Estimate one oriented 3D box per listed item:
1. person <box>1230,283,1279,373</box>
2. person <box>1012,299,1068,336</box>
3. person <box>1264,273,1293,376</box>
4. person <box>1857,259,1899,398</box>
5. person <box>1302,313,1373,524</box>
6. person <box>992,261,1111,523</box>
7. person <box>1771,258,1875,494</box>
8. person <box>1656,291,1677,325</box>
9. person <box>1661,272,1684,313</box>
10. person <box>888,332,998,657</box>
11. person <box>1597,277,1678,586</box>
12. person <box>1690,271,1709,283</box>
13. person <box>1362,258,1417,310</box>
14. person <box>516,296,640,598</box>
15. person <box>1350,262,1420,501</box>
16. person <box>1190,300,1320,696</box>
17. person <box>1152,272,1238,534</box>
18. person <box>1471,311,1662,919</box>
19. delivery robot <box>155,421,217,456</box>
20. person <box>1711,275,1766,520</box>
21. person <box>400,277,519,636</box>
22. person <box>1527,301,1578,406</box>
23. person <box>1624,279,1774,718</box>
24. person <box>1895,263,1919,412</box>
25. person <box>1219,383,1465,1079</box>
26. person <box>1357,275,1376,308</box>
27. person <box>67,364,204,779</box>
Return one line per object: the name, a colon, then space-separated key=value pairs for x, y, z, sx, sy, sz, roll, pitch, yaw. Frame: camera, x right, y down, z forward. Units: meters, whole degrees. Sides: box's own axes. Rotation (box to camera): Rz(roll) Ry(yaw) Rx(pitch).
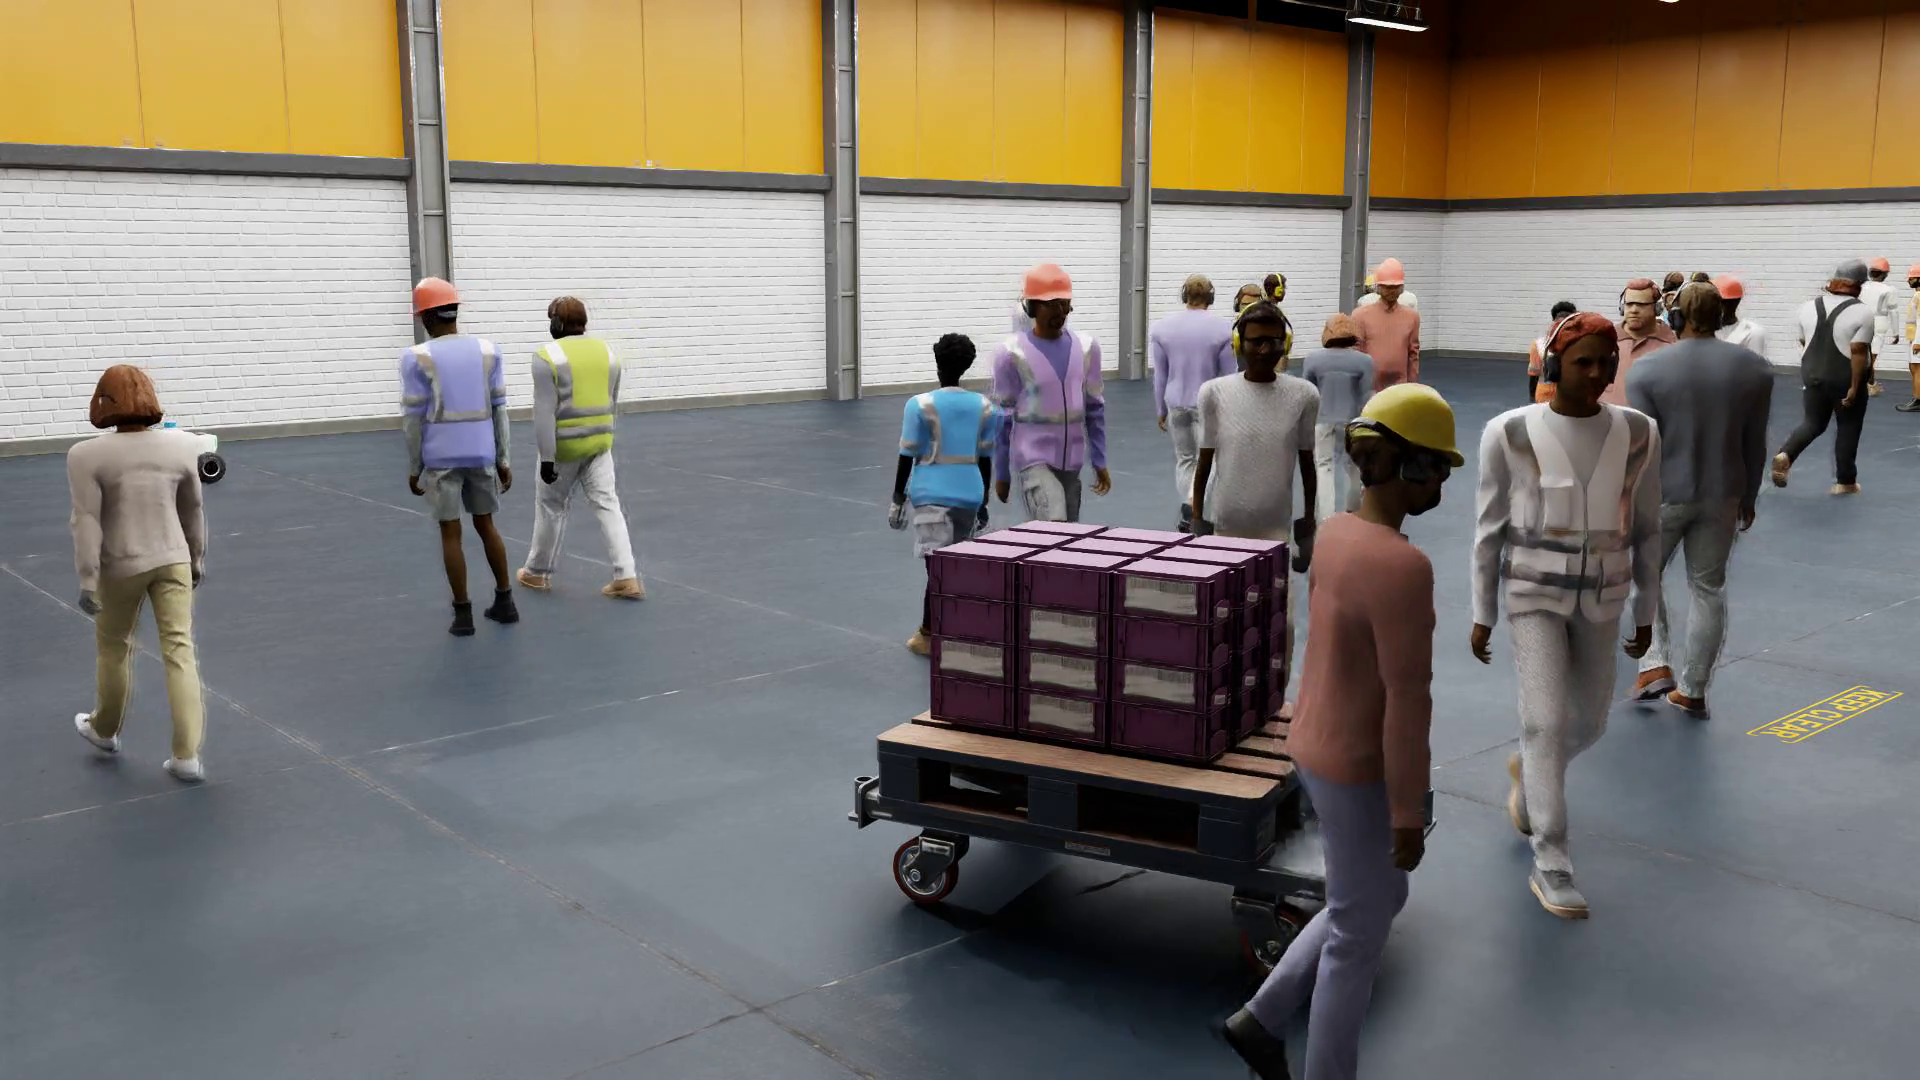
person: x=2.145 y=-1.041 z=12.673 sx=0.541 sy=1.819 sz=0.436 roll=4 pitch=10 yaw=21
person: x=0.834 y=-1.899 z=17.656 sx=0.621 sy=1.840 sz=0.430 roll=-2 pitch=10 yaw=-12
person: x=3.068 y=-1.677 z=16.313 sx=0.392 sy=1.856 sz=0.532 roll=-3 pitch=10 yaw=-19
person: x=13.051 y=-3.011 z=23.742 sx=1.025 sy=1.990 sz=0.625 roll=-6 pitch=11 yaw=-32
person: x=2.711 y=-0.829 z=12.030 sx=0.516 sy=1.608 sz=0.664 roll=2 pitch=10 yaw=14
person: x=0.417 y=-0.443 z=8.667 sx=0.605 sy=2.004 sz=0.972 roll=-6 pitch=11 yaw=-29
person: x=7.356 y=-1.387 z=14.060 sx=0.776 sy=2.000 sz=0.680 roll=-5 pitch=11 yaw=-28
person: x=7.911 y=-1.958 z=18.579 sx=0.511 sy=1.640 sz=0.308 roll=6 pitch=11 yaw=30
person: x=9.101 y=-2.538 z=21.463 sx=0.781 sy=1.822 sz=0.533 roll=-5 pitch=11 yaw=-26
person: x=-0.024 y=-0.180 z=8.138 sx=0.553 sy=1.661 sz=0.807 roll=-7 pitch=12 yaw=-35
person: x=3.773 y=-0.514 z=9.349 sx=0.652 sy=1.904 sz=0.402 roll=6 pitch=12 yaw=33
person: x=8.880 y=-2.271 z=19.829 sx=0.555 sy=1.844 sz=0.586 roll=-1 pitch=10 yaw=-7
person: x=4.641 y=-2.044 z=18.040 sx=0.609 sy=1.996 sz=0.383 roll=1 pitch=10 yaw=4
person: x=-2.282 y=-0.550 z=9.904 sx=0.975 sy=1.793 sz=0.651 roll=8 pitch=13 yaw=40
person: x=3.444 y=-1.264 z=13.548 sx=0.628 sy=1.977 sz=0.463 roll=-1 pitch=10 yaw=-3
person: x=1.168 y=-0.034 z=6.695 sx=0.526 sy=1.853 sz=0.379 roll=1 pitch=10 yaw=8
person: x=1.645 y=-0.931 z=11.795 sx=0.634 sy=1.917 sz=0.763 roll=4 pitch=10 yaw=22
person: x=1.928 y=0.193 z=5.358 sx=0.592 sy=1.860 sz=0.821 roll=0 pitch=10 yaw=0
delivery robot: x=-7.002 y=-0.813 z=14.768 sx=0.477 sy=0.478 sz=0.707 roll=9 pitch=13 yaw=43
person: x=5.661 y=-1.021 z=12.403 sx=1.023 sy=1.880 sz=0.567 roll=-6 pitch=12 yaw=-33
person: x=-2.695 y=-0.437 z=8.969 sx=0.608 sy=1.906 sz=0.518 roll=-8 pitch=12 yaw=-38
person: x=4.974 y=-1.140 z=13.759 sx=0.544 sy=1.647 sz=0.861 roll=3 pitch=10 yaw=17
person: x=3.217 y=-0.177 z=7.334 sx=0.644 sy=1.924 sz=0.444 roll=1 pitch=10 yaw=7
person: x=12.431 y=-2.624 z=21.653 sx=0.382 sy=1.929 sz=0.538 roll=3 pitch=10 yaw=20
person: x=0.901 y=0.521 z=3.745 sx=0.462 sy=1.736 sz=0.600 roll=-1 pitch=10 yaw=-5
person: x=6.066 y=-3.037 z=24.593 sx=0.487 sy=1.744 sz=0.294 roll=6 pitch=12 yaw=33
person: x=-3.258 y=0.112 z=6.555 sx=0.834 sy=1.592 sz=0.527 roll=9 pitch=13 yaw=42
